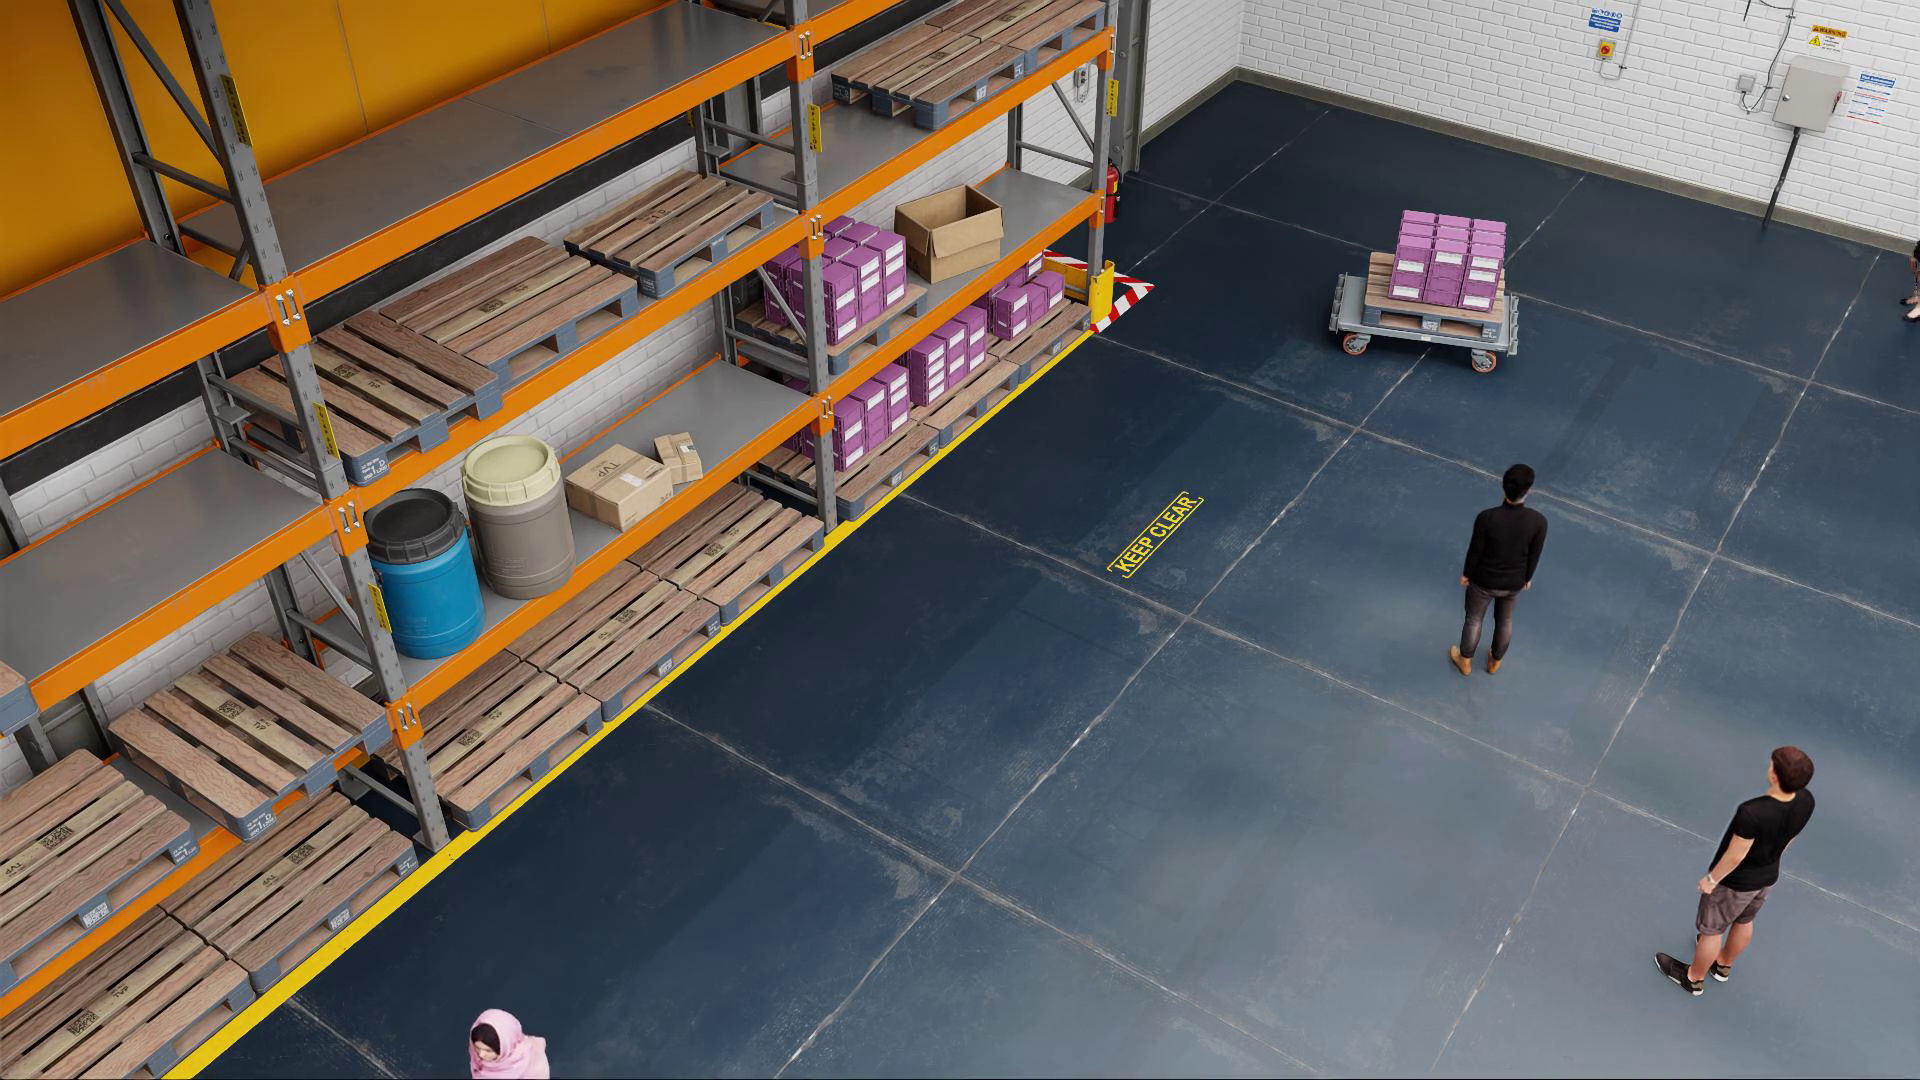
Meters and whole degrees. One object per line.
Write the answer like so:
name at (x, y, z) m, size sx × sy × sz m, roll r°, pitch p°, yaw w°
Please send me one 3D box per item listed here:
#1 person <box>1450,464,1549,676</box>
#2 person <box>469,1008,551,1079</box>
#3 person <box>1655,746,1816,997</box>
person at (3.703, 0.225, 11.427) m, size 0.725 × 1.723 × 0.721 m, roll 3°, pitch 39°, yaw 4°
person at (-2.141, 2.795, 8.289) m, size 0.684 × 1.623 × 0.791 m, roll 18°, pitch 42°, yaw 21°
person at (4.382, 1.850, 9.281) m, size 0.711 × 1.862 × 0.832 m, roll -15°, pitch 41°, yaw -18°
